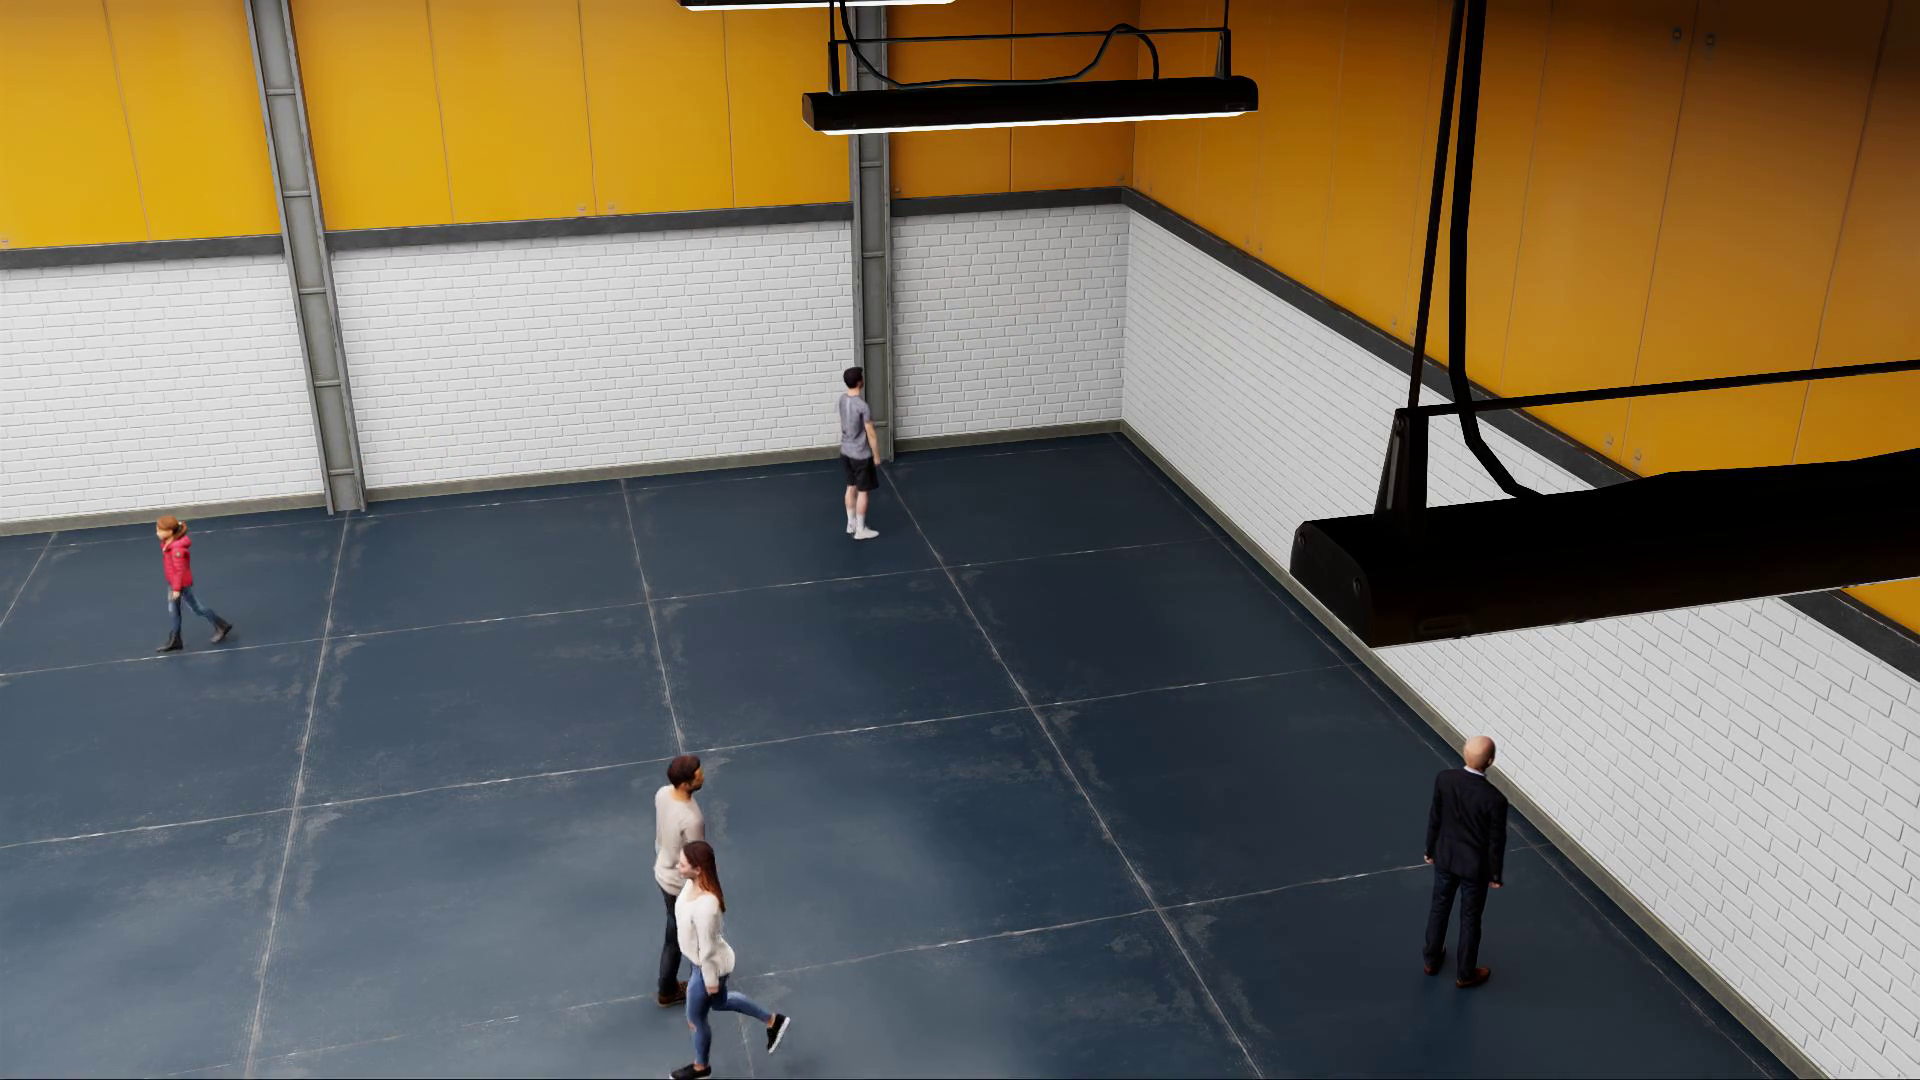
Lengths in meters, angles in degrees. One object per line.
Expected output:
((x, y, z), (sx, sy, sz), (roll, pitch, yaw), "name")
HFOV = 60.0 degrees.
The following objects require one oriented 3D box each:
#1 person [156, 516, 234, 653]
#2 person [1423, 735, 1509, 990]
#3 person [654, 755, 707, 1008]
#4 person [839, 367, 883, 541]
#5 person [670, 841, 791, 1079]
((-7.025, 0.392, 15.161), (0.959, 1.291, 0.775), (-21, 31, -40), "person")
((3.241, 2.060, 10.712), (0.773, 1.800, 0.771), (22, 32, 40), "person")
((-1.830, 2.174, 10.402), (0.889, 1.840, 0.810), (-15, 28, -31), "person")
((-1.091, -0.918, 17.433), (0.717, 1.873, 0.745), (-18, 29, -35), "person")
((-1.410, 2.505, 9.854), (0.972, 1.670, 0.639), (-5, 24, -11), "person")
